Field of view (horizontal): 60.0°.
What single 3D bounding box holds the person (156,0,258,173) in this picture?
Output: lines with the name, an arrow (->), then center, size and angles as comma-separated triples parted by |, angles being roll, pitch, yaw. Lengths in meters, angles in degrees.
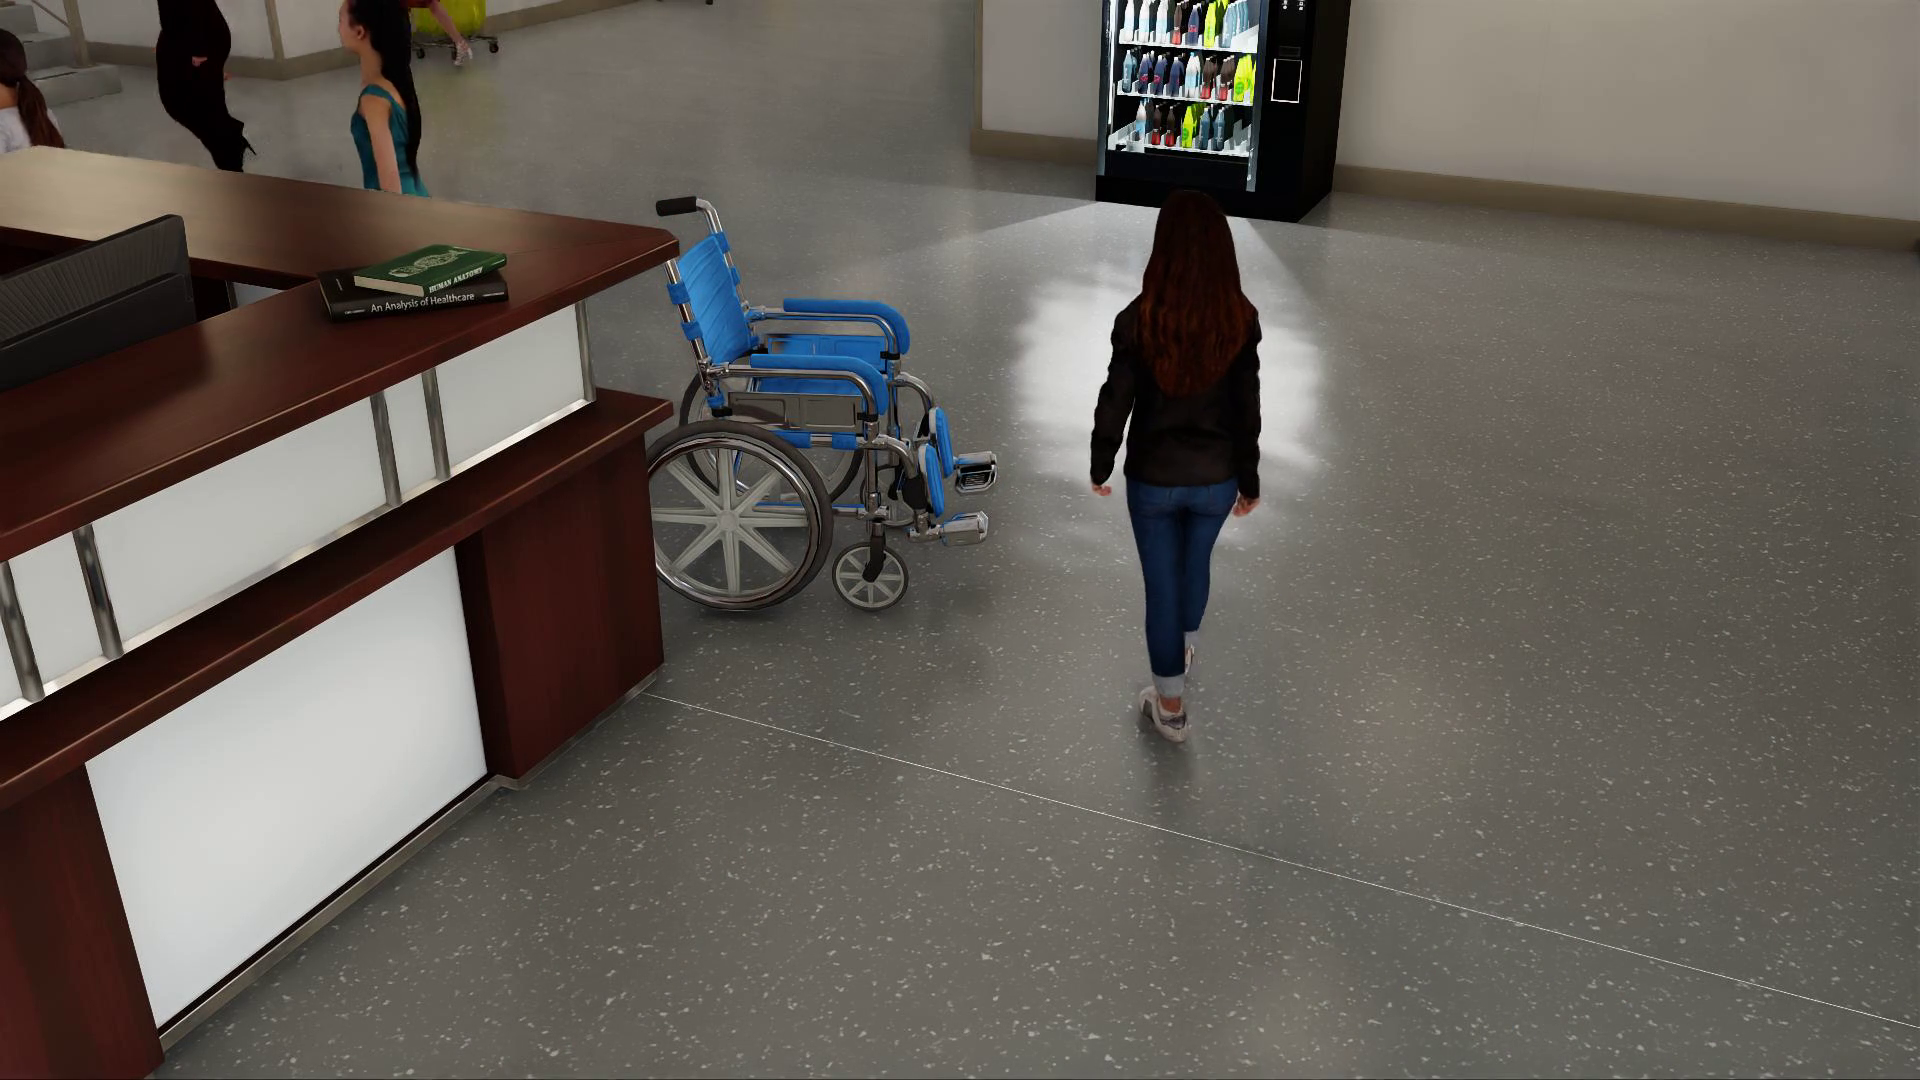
person -> -4.371, -2.907, 9.703 | 0.870, 1.743, 0.787 | -19, 31, -34

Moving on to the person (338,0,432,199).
person -> -1.973, -1.148, 6.164 | 1.116, 1.650, 0.838 | 1, 26, 2

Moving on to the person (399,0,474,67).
person -> -4.230, -4.510, 13.075 | 1.129, 1.701, 0.913 | 22, 34, 38

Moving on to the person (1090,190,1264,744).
person -> 0.592, -0.142, 4.285 | 0.780, 1.469, 0.822 | -3, 26, -7
